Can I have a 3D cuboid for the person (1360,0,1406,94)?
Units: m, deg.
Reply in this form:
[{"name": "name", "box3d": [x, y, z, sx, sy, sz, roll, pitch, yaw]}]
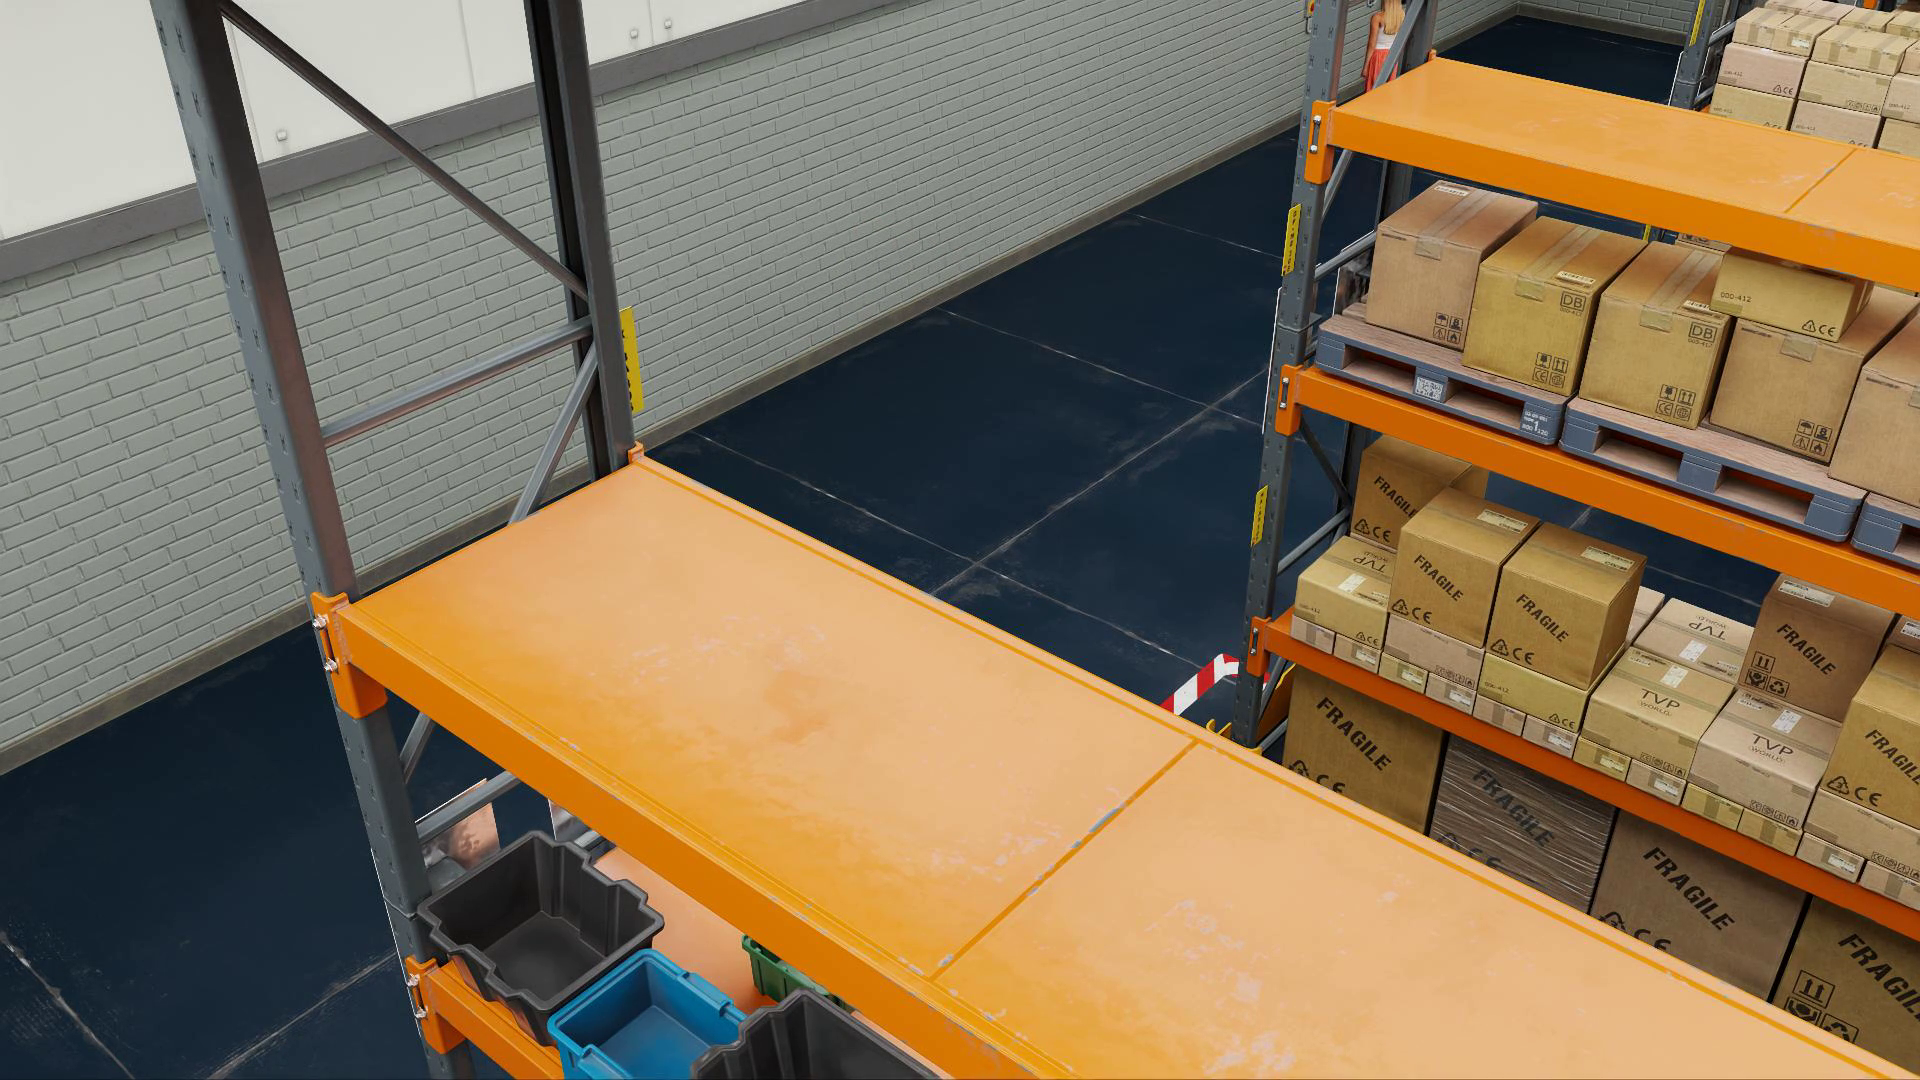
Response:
[{"name": "person", "box3d": [4.643, -5.184, 18.224, 0.731, 1.801, 0.761, -9, 34, -14]}]
